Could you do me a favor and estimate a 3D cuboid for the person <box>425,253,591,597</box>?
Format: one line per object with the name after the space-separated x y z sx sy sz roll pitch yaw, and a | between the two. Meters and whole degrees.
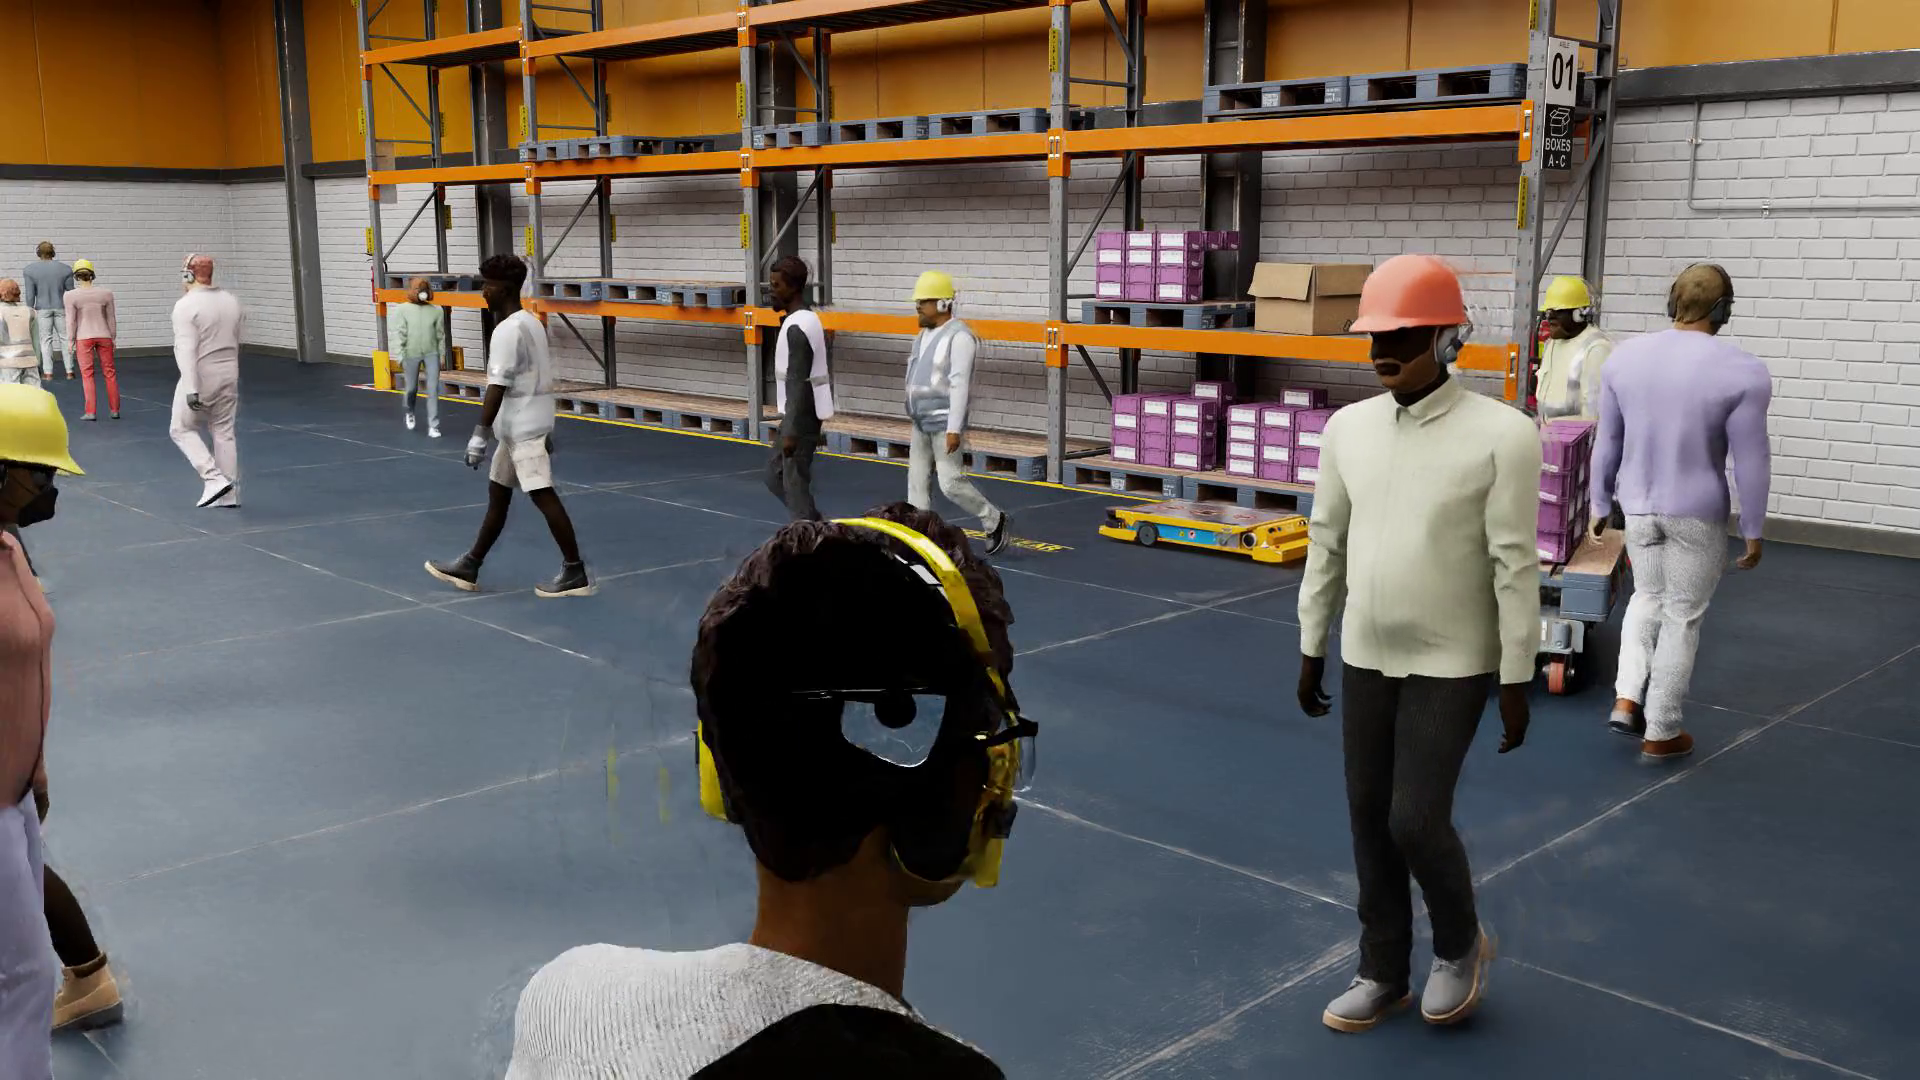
-2.543 -0.621 9.255 0.984 1.911 0.630 0 10 -2 | person

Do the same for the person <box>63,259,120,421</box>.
-9.506 -2.182 18.211 0.329 1.762 0.523 10 14 43 | person

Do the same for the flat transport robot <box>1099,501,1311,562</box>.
1.665 -0.080 10.805 1.431 0.197 0.652 10 14 43 | flat transport robot

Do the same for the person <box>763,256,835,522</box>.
-0.967 -0.713 9.810 0.456 1.901 0.615 -1 10 -5 | person

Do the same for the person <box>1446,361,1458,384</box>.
2.697 -0.740 10.077 0.835 1.849 0.619 0 10 -1 | person

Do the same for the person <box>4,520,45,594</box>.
-5.536 -0.629 8.973 1.003 2.000 0.692 0 10 -1 | person

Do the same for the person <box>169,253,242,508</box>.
-5.577 -1.164 12.289 0.443 1.889 0.656 4 11 19 | person

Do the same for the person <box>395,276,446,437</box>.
-5.460 -1.864 16.847 0.507 1.614 0.646 -5 12 -27 | person

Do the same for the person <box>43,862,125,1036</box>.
-2.557 0.458 4.108 0.841 1.641 0.526 -4 11 -21 | person

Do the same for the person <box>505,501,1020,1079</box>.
-0.089 0.897 1.186 0.564 1.848 0.417 6 12 29 | person

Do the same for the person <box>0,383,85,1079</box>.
-2.088 0.549 3.413 0.662 1.735 0.580 -3 11 -15 | person

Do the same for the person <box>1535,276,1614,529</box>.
3.401 -0.575 9.358 0.756 1.789 0.615 -3 11 -14 | person

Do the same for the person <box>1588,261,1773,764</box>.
2.764 -0.095 6.376 0.450 1.920 0.661 -9 14 -41 | person

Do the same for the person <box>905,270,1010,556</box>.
-0.082 -0.737 10.178 0.726 1.814 0.597 -7 12 -33 | person

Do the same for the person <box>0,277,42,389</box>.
-8.619 -1.567 15.179 0.315 1.641 0.514 5 12 26 | person

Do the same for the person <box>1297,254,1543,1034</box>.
1.107 0.288 4.141 0.438 1.975 0.647 -9 14 -40 | person

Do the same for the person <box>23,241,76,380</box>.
-12.739 -3.211 23.331 0.636 1.939 0.364 -8 13 -36 | person
